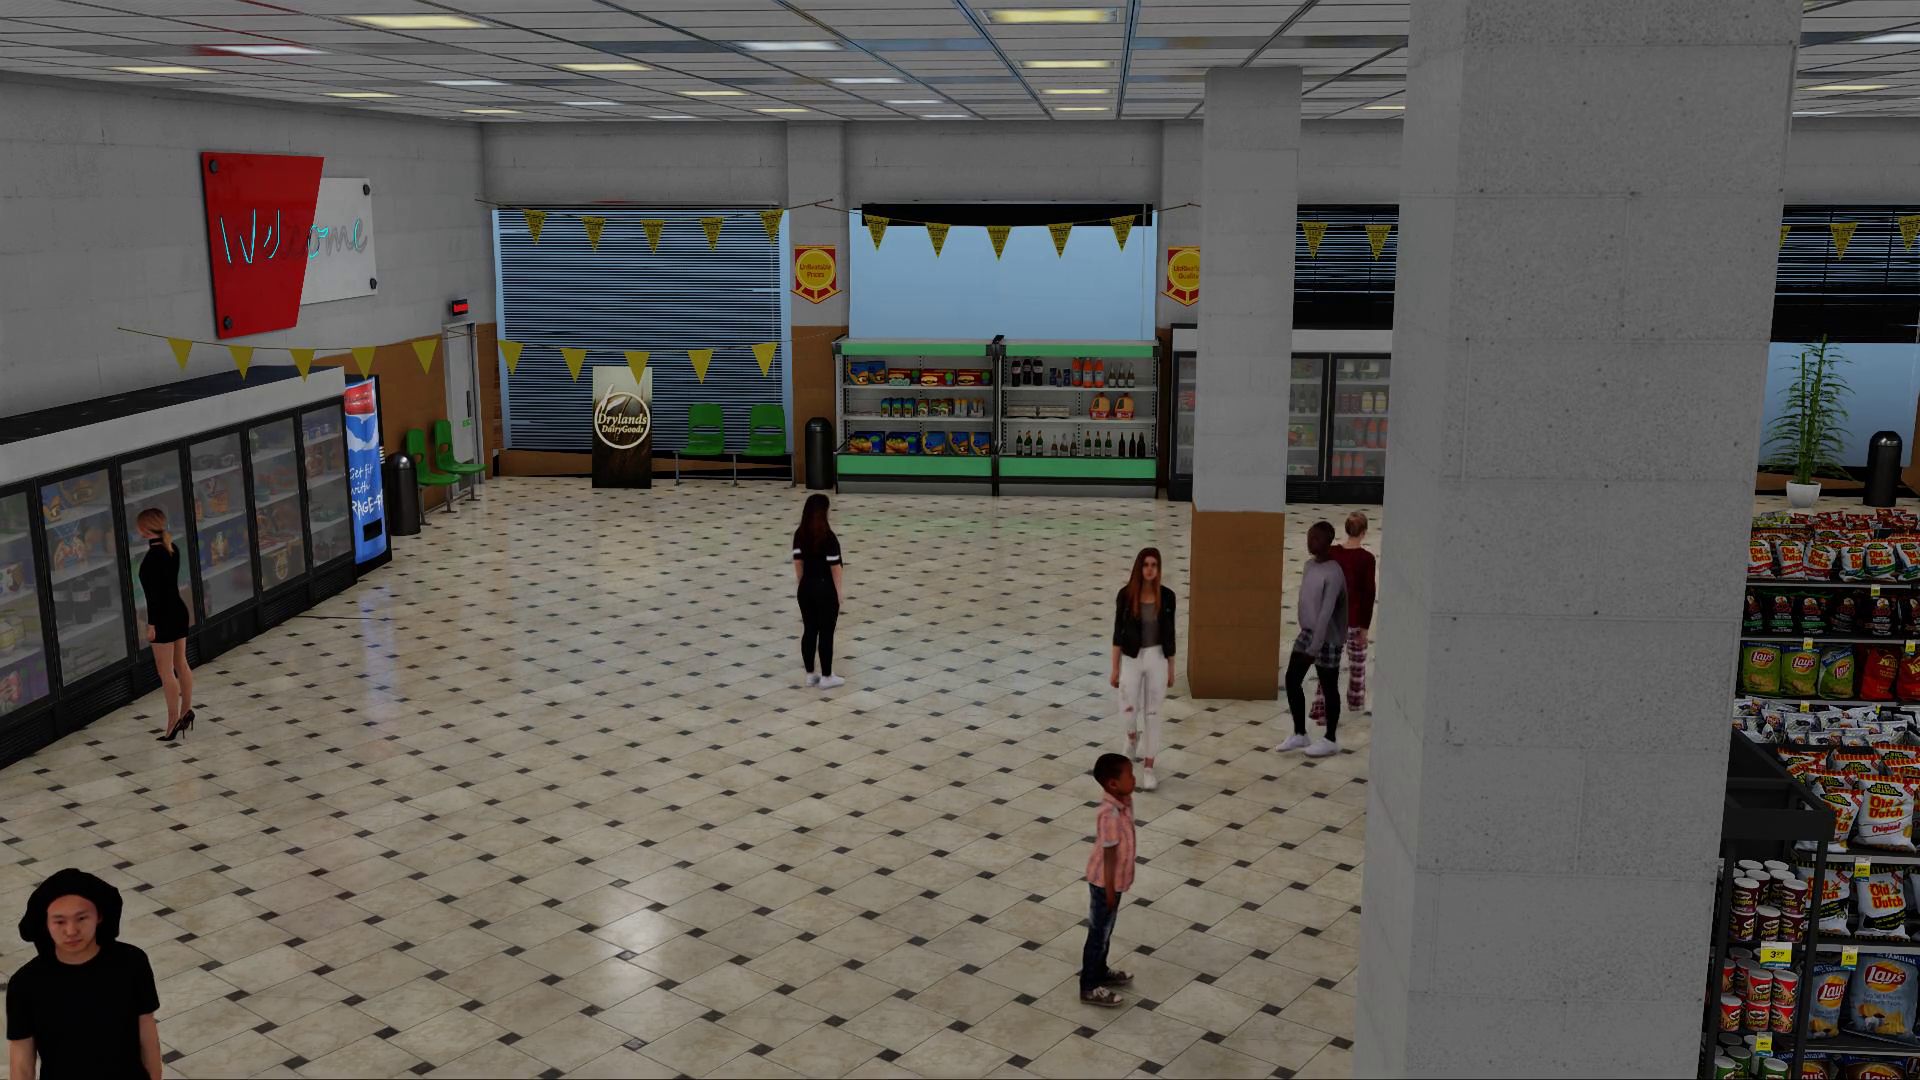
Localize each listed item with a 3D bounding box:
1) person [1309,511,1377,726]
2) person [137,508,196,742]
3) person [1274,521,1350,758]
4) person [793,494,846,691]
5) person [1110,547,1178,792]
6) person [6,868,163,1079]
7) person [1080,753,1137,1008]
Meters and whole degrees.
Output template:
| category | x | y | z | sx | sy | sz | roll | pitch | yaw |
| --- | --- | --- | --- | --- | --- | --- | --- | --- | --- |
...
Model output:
| category | x | y | z | sx | sy | sz | roll | pitch | yaw |
| --- | --- | --- | --- | --- | --- | --- | --- | --- | --- |
| person | 2.916 | 0.637 | 12.744 | 1.102 | 1.654 | 0.965 | 7 | 14 | 29 |
| person | -5.990 | 0.623 | 12.534 | 0.535 | 1.769 | 0.585 | 0 | 12 | -2 |
| person | 2.704 | 0.726 | 12.067 | 0.836 | 1.758 | 0.769 | -5 | 13 | -24 |
| person | -1.176 | 0.419 | 13.819 | 0.661 | 1.638 | 0.761 | 7 | 14 | 31 |
| person | 1.278 | 0.866 | 11.570 | 0.693 | 1.690 | 0.668 | 1 | 12 | 4 |
| person | -3.071 | 1.998 | 5.906 | 1.071 | 1.808 | 1.049 | -7 | 14 | -29 |
| person | 0.746 | 1.713 | 8.484 | 0.517 | 1.304 | 0.535 | 3 | 12 | 16 |
